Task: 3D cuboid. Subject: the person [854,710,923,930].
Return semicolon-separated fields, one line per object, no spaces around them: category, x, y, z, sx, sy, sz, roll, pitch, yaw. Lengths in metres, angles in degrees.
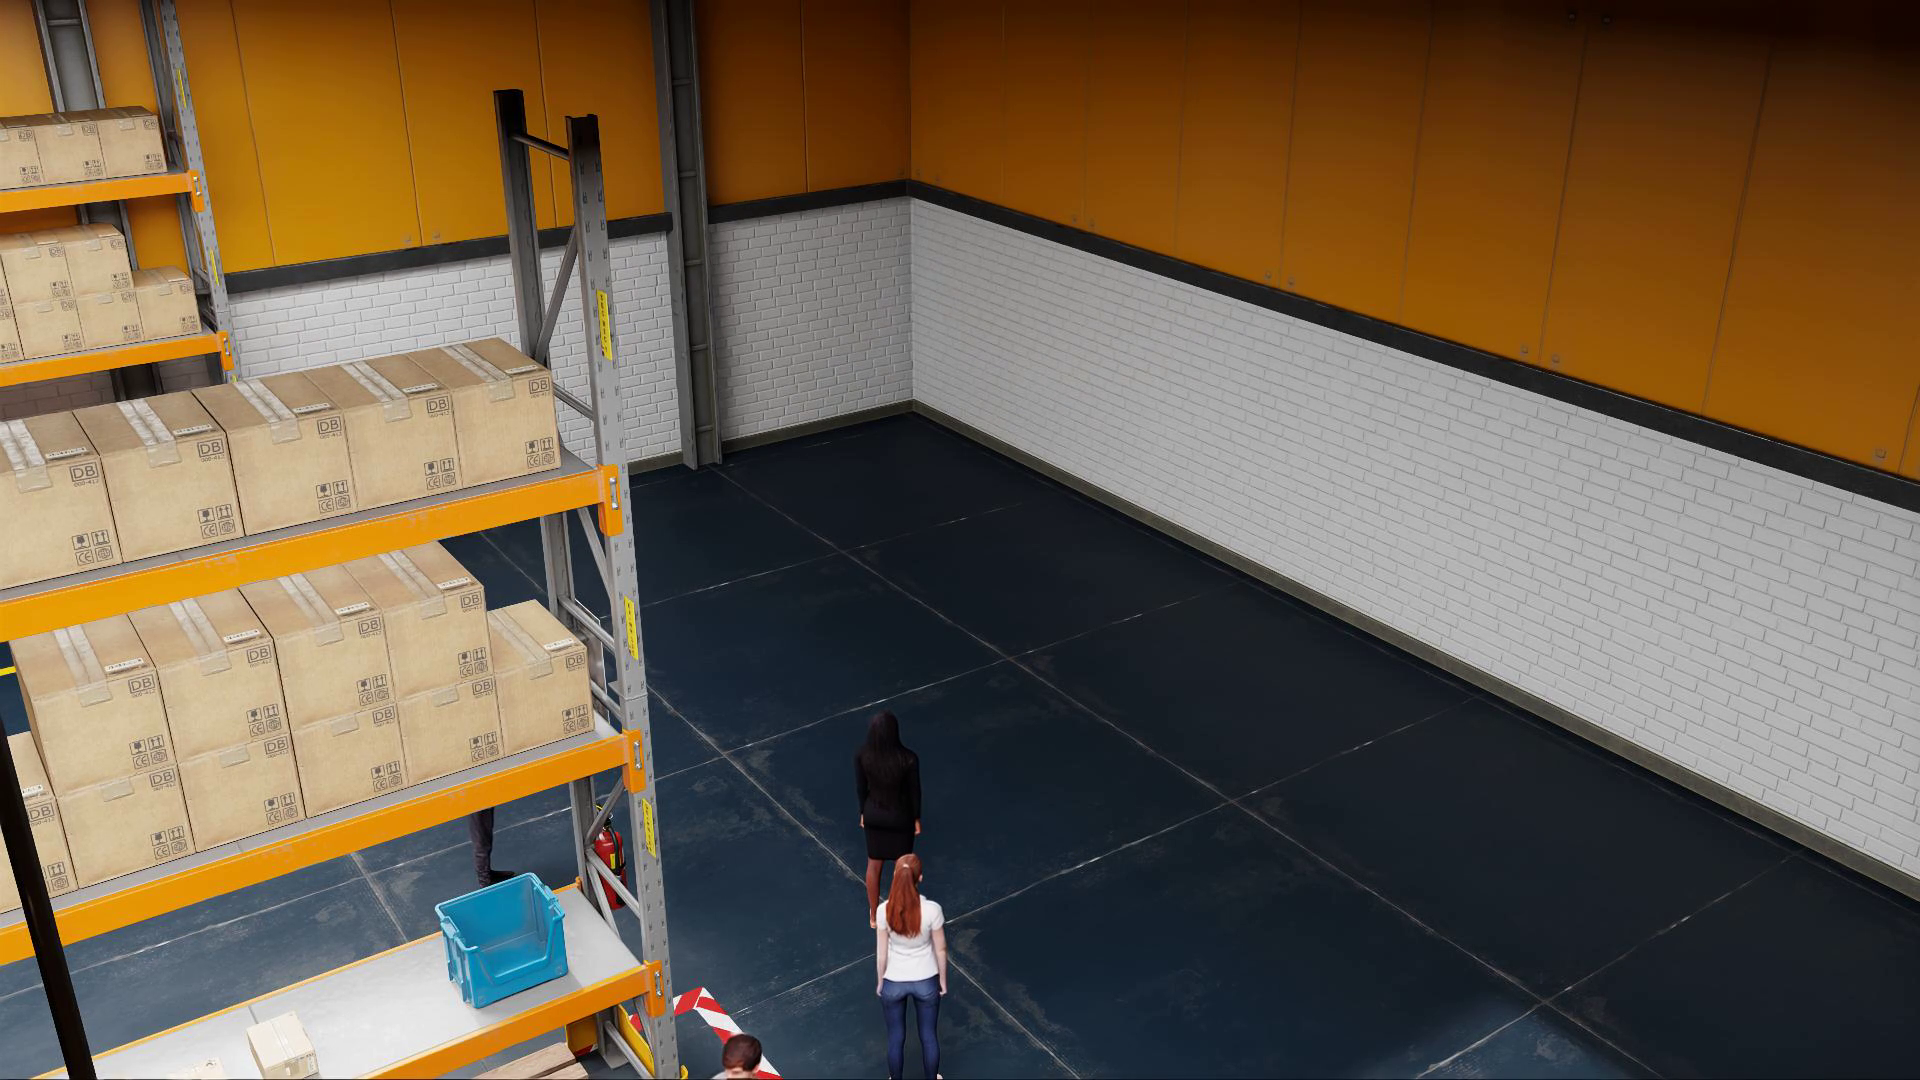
person;-0.495;1.934;11.542;0.677;1.720;0.731;5;24;10

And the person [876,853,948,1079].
person;-0.299;2.636;9.913;0.633;1.738;0.723;0;24;-1
